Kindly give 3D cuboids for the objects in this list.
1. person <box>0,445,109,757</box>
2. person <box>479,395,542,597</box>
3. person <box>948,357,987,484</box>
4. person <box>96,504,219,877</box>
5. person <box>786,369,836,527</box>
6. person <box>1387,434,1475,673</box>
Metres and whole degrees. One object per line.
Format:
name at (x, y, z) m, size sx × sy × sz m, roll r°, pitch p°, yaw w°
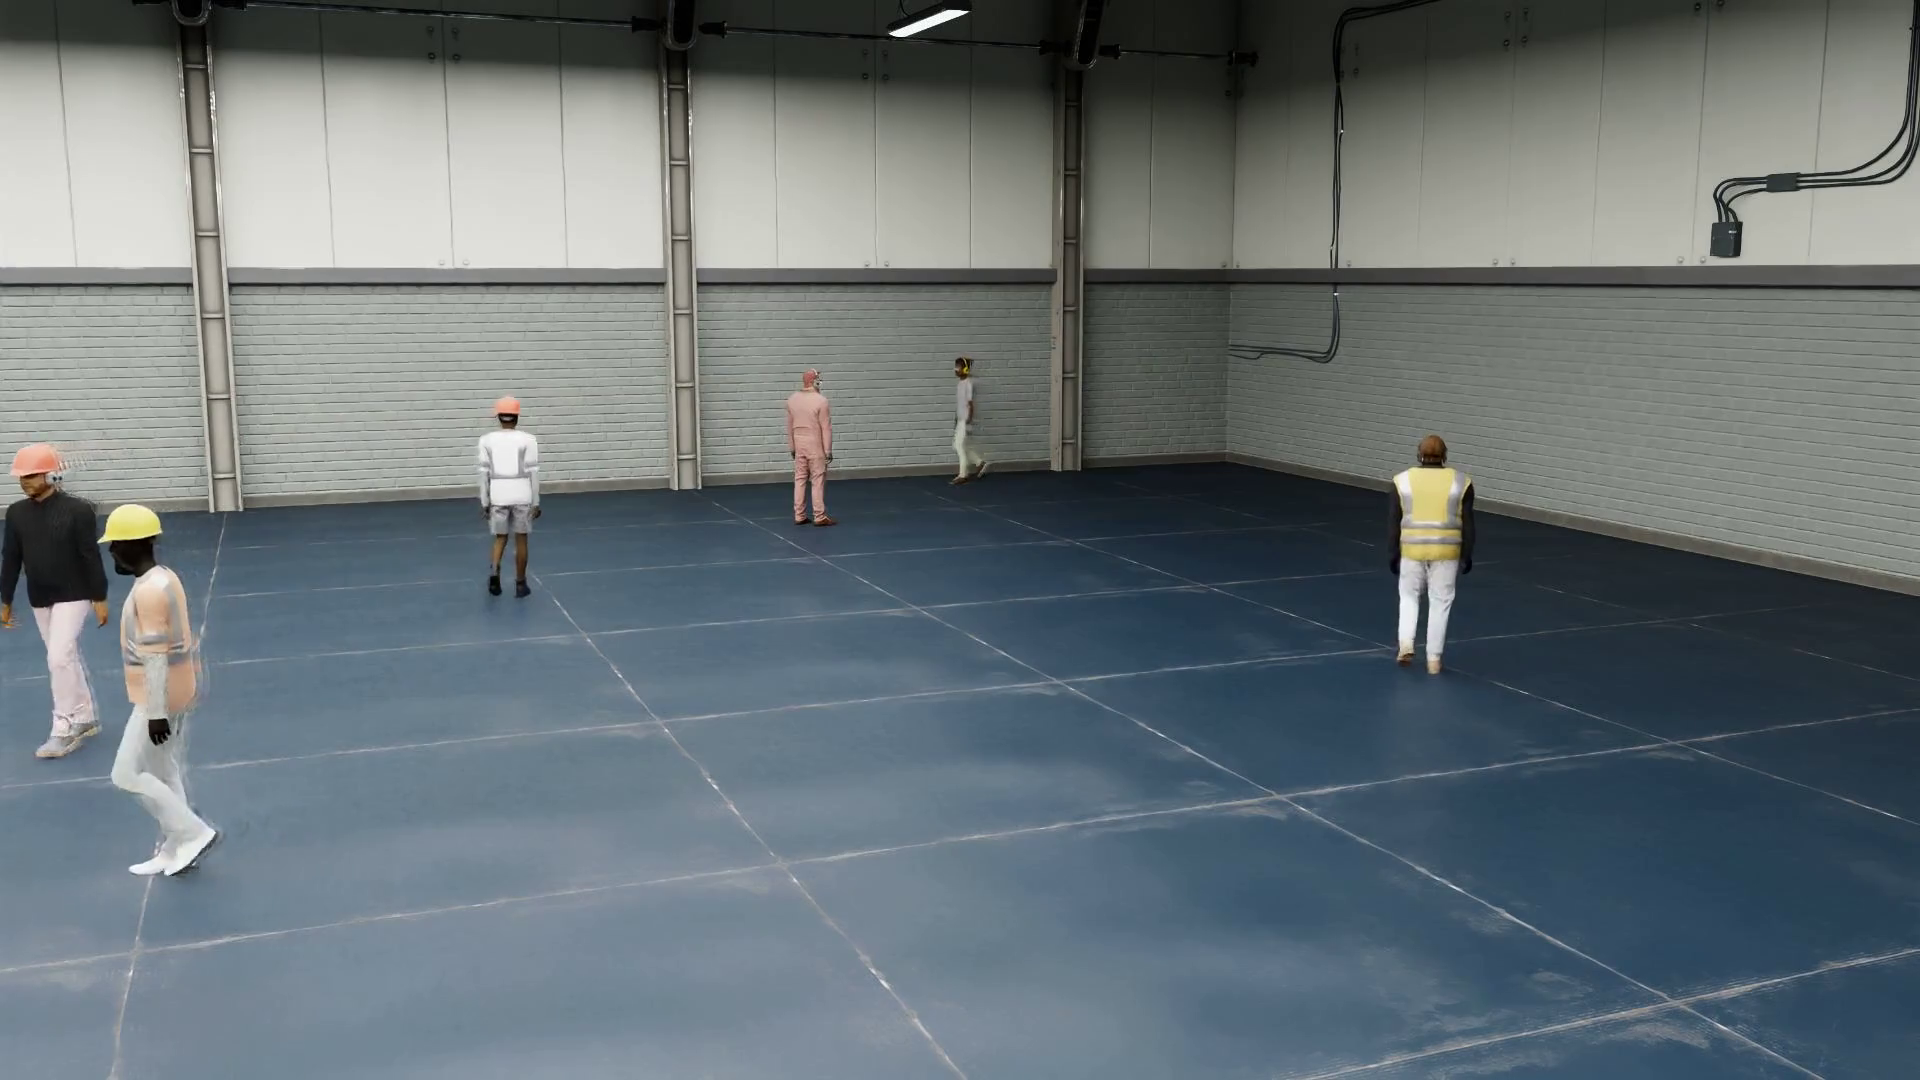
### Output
person at (-5.807, 0.382, 10.548) m, size 0.647 × 1.958 × 0.822 m, roll 2°, pitch 9°, yaw 13°
person at (-4.210, -0.388, 15.545) m, size 0.557 × 1.923 × 0.580 m, roll 0°, pitch 9°, yaw 1°
person at (0.095, -1.740, 24.240) m, size 0.535 × 1.851 × 0.538 m, roll -3°, pitch 9°, yaw -17°
person at (-4.045, 0.768, 8.304) m, size 0.419 × 1.908 × 0.607 m, roll -4°, pitch 10°, yaw -22°
person at (-1.788, -1.117, 20.159) m, size 0.652 × 1.904 × 0.402 m, roll 6°, pitch 11°, yaw 34°
person at (3.599, 0.109, 12.720) m, size 0.643 × 1.831 × 0.437 m, roll 3°, pitch 10°, yaw 19°
